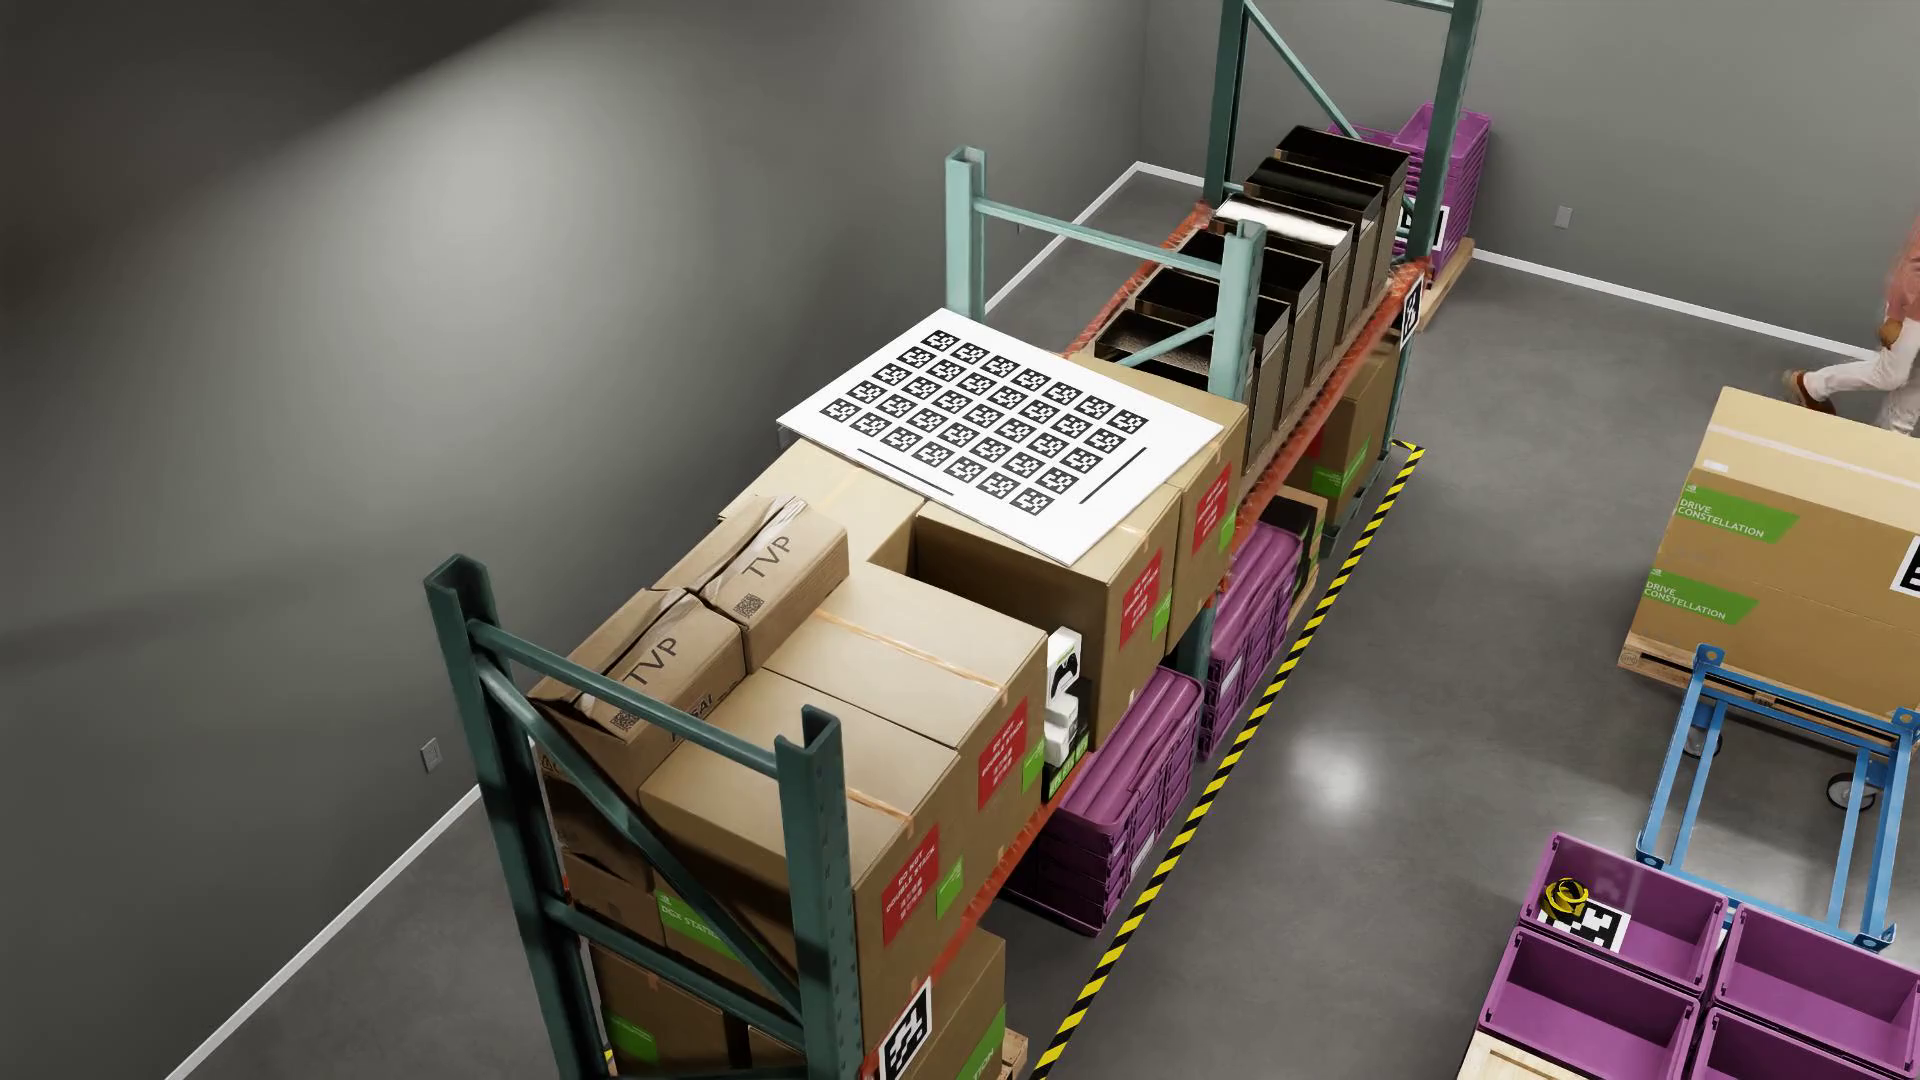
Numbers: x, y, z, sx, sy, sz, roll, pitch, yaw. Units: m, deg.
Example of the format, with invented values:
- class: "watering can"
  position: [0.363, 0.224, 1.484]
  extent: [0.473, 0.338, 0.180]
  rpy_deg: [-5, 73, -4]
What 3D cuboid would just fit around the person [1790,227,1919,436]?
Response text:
- class: "person"
  position: [4.630, -1.202, 8.015]
  extent: [0.636, 1.959, 0.738]
  rpy_deg: [-14, 42, -17]
